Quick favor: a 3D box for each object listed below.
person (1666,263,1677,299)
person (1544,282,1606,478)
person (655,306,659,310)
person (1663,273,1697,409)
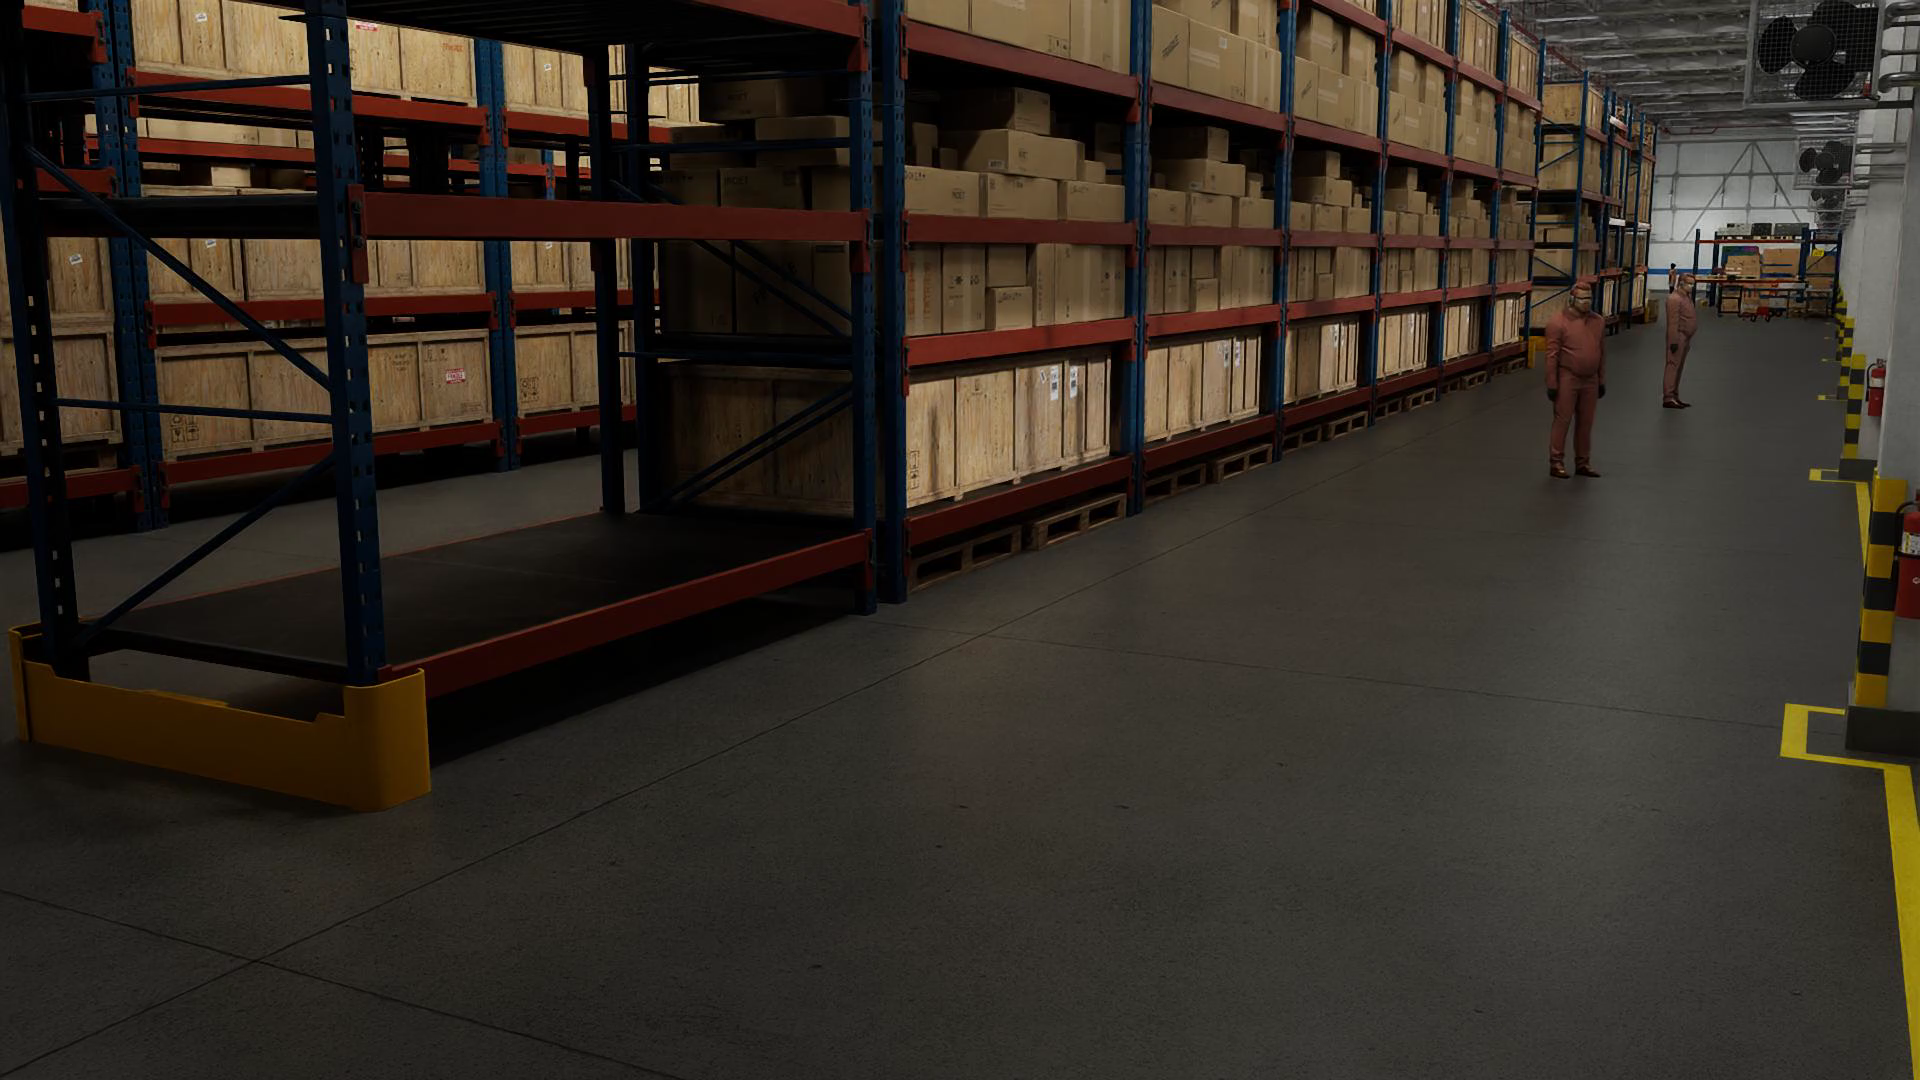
[{"bbox_3d":[33.932,-12.331,79.190,0.541,1.686,0.320,-8,12,-38],"label":"person"},{"bbox_3d":[5.973,-1.540,16.123,0.652,1.896,0.402,-3,10,-17],"label":"person"},{"bbox_3d":[-4.779,-3.358,26.521,0.547,1.934,0.376,-3,10,-19],"label":"person"},{"bbox_3d":[10.149,-2.806,23.427,0.408,1.903,0.638,7,12,37],"label":"person"}]
